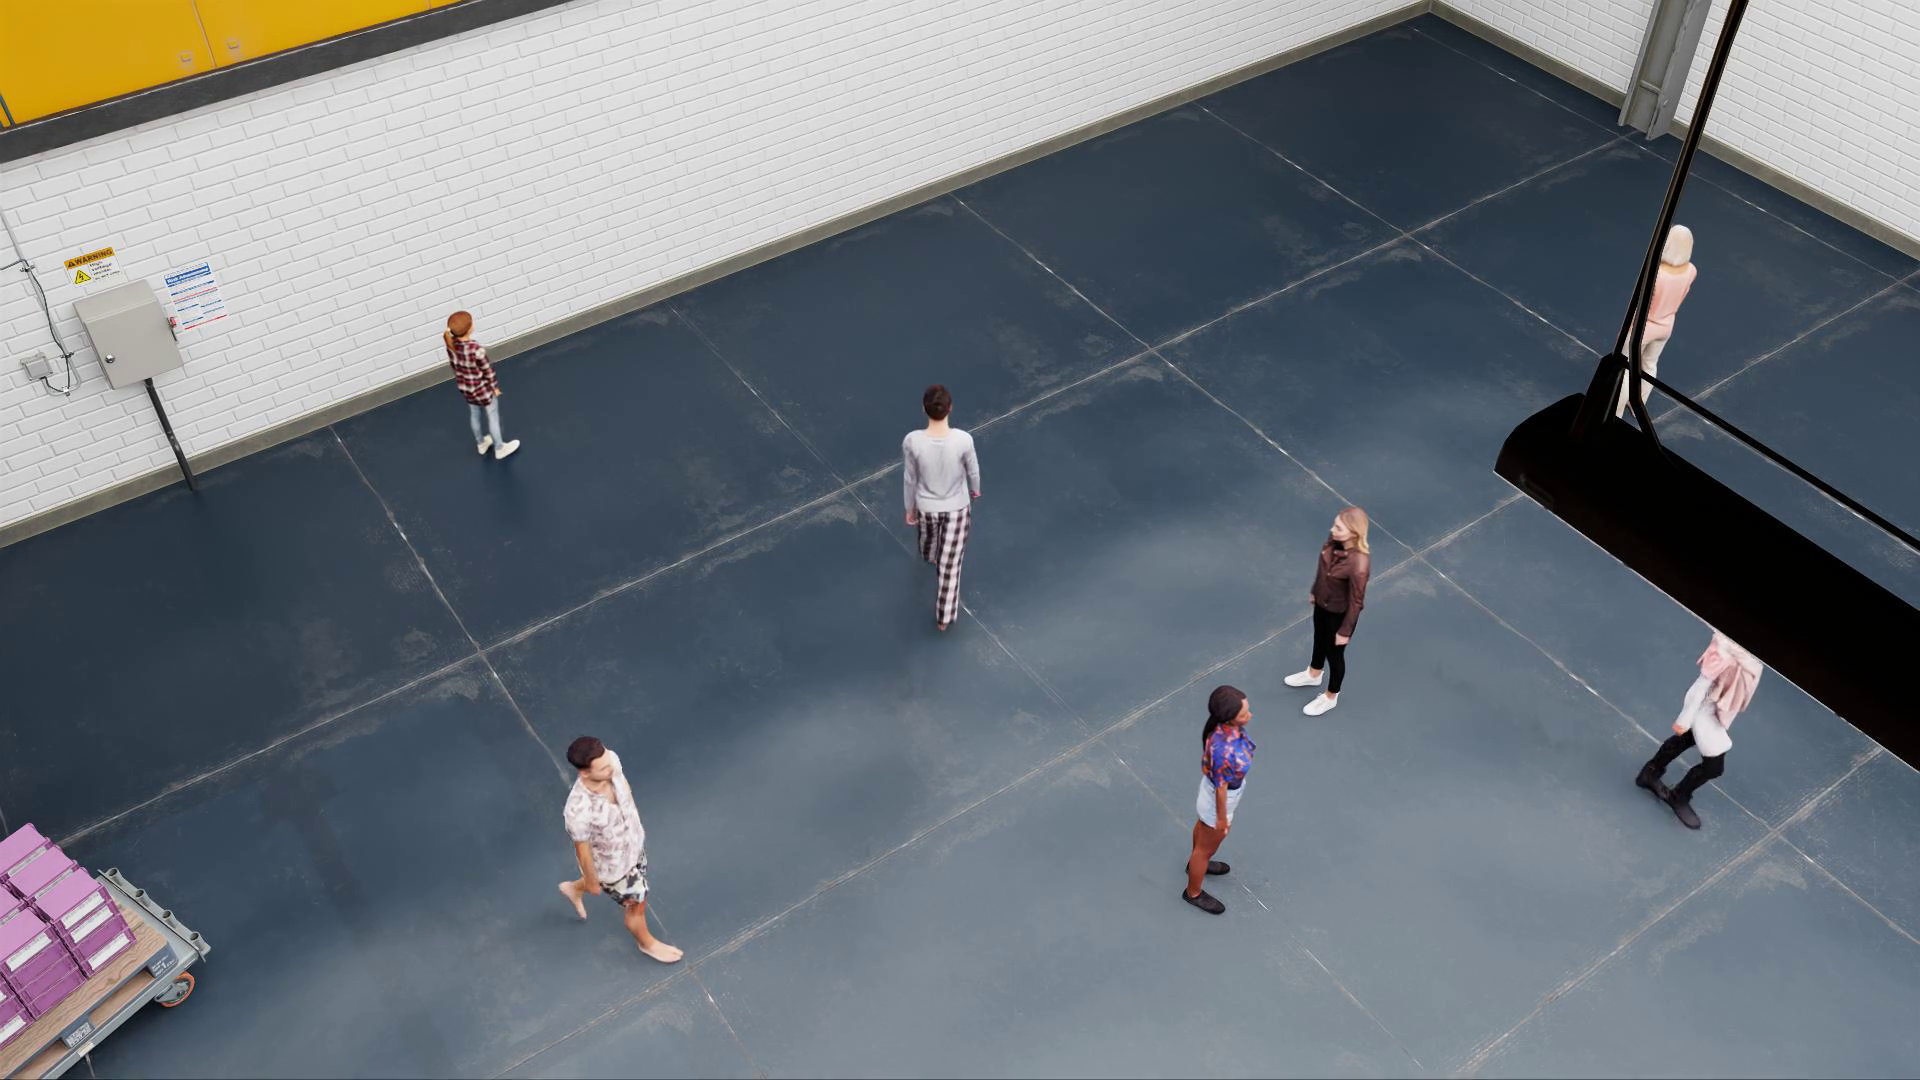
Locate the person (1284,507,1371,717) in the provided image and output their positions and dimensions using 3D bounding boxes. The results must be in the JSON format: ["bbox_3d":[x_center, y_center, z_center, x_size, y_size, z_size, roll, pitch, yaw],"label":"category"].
[{"bbox_3d":[2.378,0.429,10.493,0.727,1.703,0.573,-10,44,-10],"label":"person"}]

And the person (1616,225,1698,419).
[{"bbox_3d":[5.248,-1.631,12.639,0.659,1.725,0.617,-13,45,-14],"label":"person"}]

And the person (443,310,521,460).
[{"bbox_3d":[-3.625,-1.165,12.454,0.583,1.306,0.673,18,47,18],"label":"person"}]

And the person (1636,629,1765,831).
[{"bbox_3d":[4.364,0.943,9.892,0.711,1.788,0.751,-33,53,-30],"label":"person"}]

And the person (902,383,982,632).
[{"bbox_3d":[-0.119,-0.164,11.040,1.108,1.807,1.205,5,44,5],"label":"person"}]

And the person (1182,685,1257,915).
[{"bbox_3d":[1.455,1.442,9.402,0.714,1.741,0.663,9,44,9],"label":"person"}]

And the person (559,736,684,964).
[{"bbox_3d":[-1.993,1.664,9.133,1.142,1.791,1.050,10,45,11],"label":"person"}]
